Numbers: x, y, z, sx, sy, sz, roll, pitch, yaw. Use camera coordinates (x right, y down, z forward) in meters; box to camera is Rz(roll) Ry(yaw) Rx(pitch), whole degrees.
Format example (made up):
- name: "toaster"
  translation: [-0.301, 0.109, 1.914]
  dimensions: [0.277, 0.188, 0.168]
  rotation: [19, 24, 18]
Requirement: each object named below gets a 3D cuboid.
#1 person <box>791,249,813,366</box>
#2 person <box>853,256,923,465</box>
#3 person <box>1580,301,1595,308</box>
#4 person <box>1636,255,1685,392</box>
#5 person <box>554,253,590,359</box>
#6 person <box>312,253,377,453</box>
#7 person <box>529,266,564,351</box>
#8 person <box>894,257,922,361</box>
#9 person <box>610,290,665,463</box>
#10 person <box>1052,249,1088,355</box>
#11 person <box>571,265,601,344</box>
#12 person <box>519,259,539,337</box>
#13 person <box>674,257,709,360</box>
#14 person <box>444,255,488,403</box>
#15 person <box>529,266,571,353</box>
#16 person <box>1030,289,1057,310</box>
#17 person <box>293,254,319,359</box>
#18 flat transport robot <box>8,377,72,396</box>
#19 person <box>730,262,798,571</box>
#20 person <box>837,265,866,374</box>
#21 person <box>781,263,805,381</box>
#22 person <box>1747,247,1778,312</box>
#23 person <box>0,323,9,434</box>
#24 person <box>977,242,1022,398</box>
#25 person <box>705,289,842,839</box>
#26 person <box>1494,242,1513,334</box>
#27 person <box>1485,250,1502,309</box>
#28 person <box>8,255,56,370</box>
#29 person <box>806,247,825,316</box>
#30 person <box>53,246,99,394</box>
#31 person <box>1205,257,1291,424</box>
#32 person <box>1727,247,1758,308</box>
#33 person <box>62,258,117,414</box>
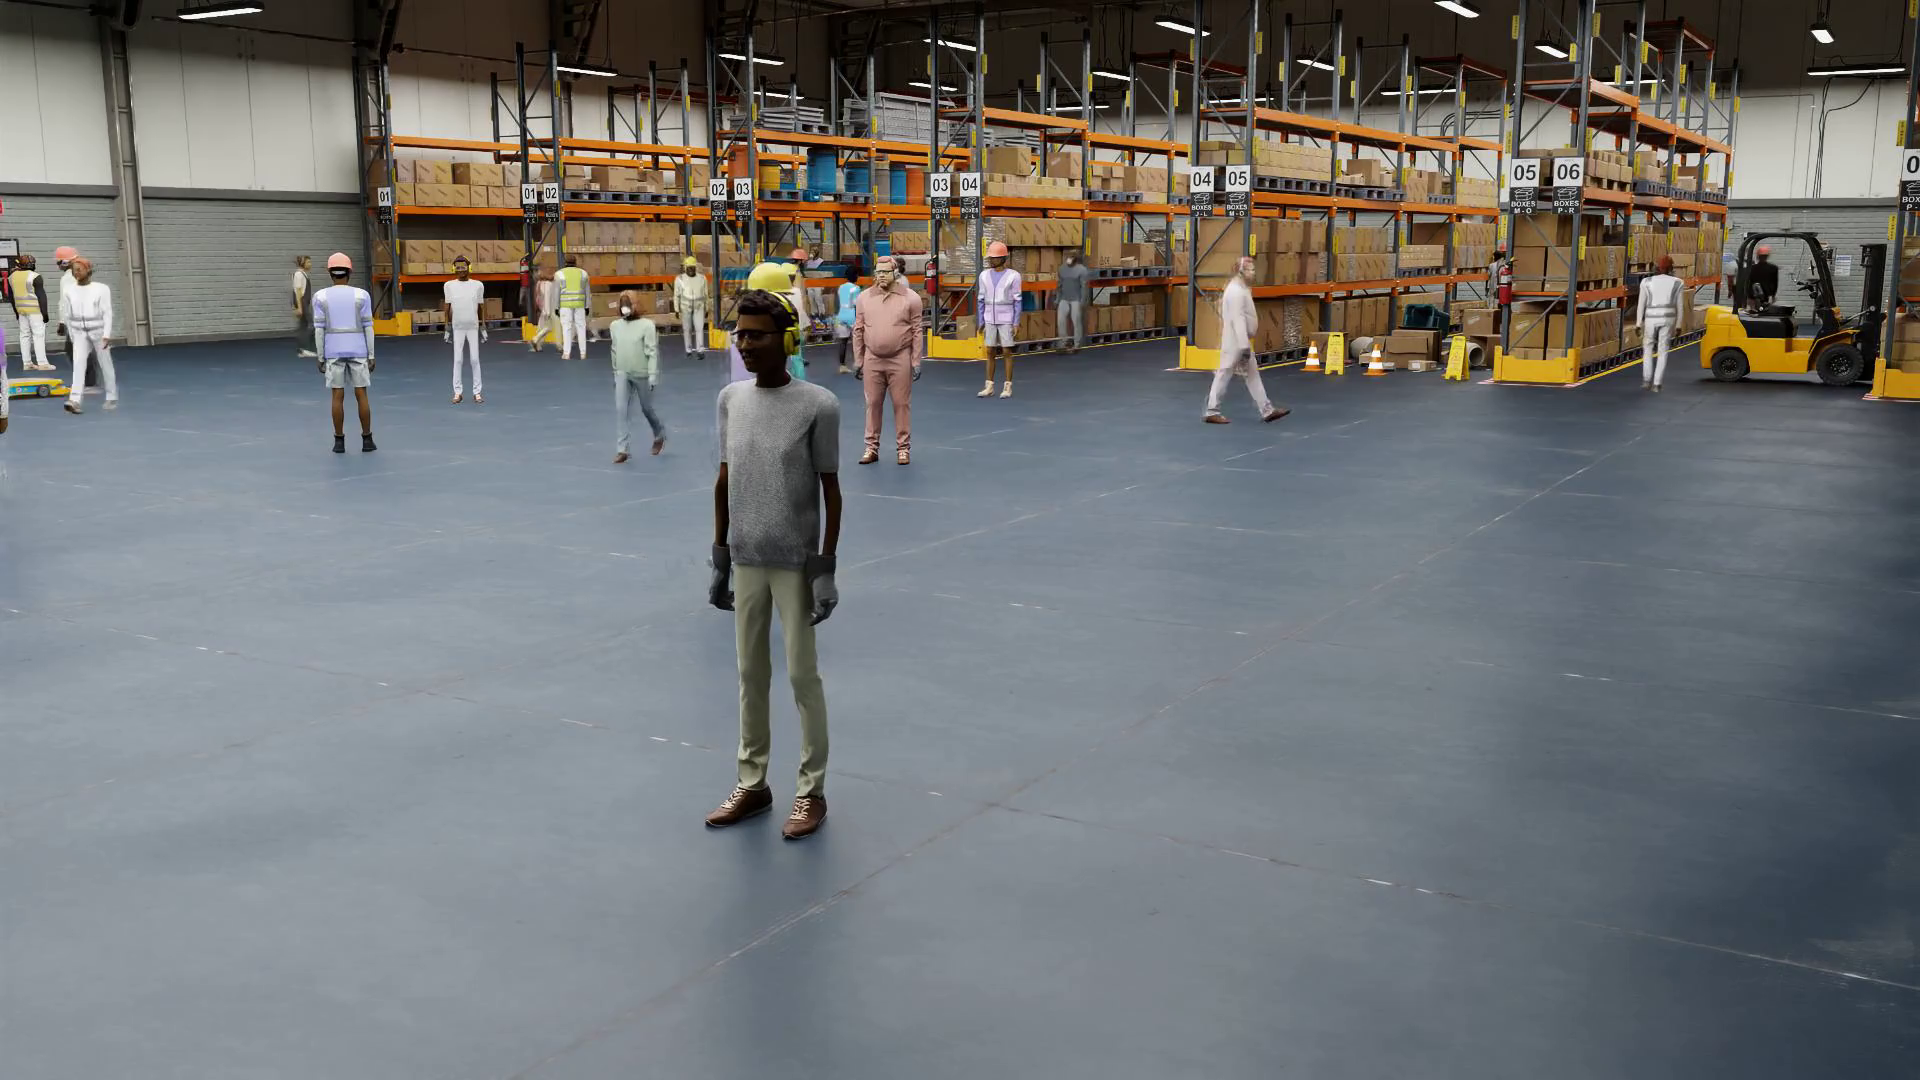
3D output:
- name: "person"
  translation: [-2.628, -3.812, 27.353]
  dimensions: [0.437, 1.925, 0.580]
  rotation: [-3, 11, -18]
- name: "person"
  translation: [-0.668, -1.633, 15.216]
  dimensions: [0.652, 1.906, 0.402]
  rotation: [2, 10, 10]
- name: "person"
  translation: [15.414, -6.249, 41.029]
  dimensions: [0.641, 1.917, 0.508]
  rotation: [-7, 13, -36]
- name: "person"
  translation: [9.634, -2.978, 22.891]
  dimensions: [0.600, 1.847, 0.859]
  rotation: [4, 11, 21]
- name: "person"
  translation: [-6.794, -4.085, 29.126]
  dimensions: [0.632, 1.843, 0.429]
  rotation: [-5, 11, -26]
- name: "person"
  translation: [-5.951, -1.805, 16.115]
  dimensions: [0.542, 1.929, 0.369]
  rotation: [-3, 11, -18]
- name: "person"
  translation: [-7.747, -4.369, 31.393]
  dimensions: [0.816, 1.600, 0.520]
  rotation: [-7, 12, -34]
- name: "person"
  translation: [-1.020, -3.724, 27.269]
  dimensions: [0.974, 1.790, 0.654]
  rotation: [-7, 12, -35]
- name: "person"
  translation: [-3.033, -1.552, 15.611]
  dimensions: [0.507, 1.600, 0.815]
  rotation: [3, 11, 17]
- name: "person"
  translation: [1.959, -4.291, 30.078]
  dimensions: [0.662, 1.910, 0.832]
  rotation: [6, 12, 32]
- name: "person"
  translation: [-7.670, -4.784, 33.728]
  dimensions: [0.515, 1.596, 0.789]
  rotation: [8, 13, 37]
- name: "person"
  translation: [-9.141, -5.171, 35.579]
  dimensions: [0.541, 1.716, 0.925]
  rotation: [4, 11, 23]
- name: "person"
  translation: [-4.683, -4.036, 29.013]
  dimensions: [0.616, 1.779, 0.927]
  rotation: [-2, 10, -13]
- name: "person"
  translation: [-6.269, -2.665, 21.095]
  dimensions: [0.537, 1.869, 0.312]
  rotation: [-3, 10, -15]
- name: "person"
  translation: [-7.555, -4.219, 30.527]
  dimensions: [0.695, 1.607, 0.508]
  rotation: [-2, 10, -9]
- name: "person"
  translation: [1.838, -5.509, 36.949]
  dimensions: [0.672, 1.891, 0.445]
  rotation: [8, 13, 39]
- name: "person"
  translation: [-11.424, -4.084, 29.150]
  dimensions: [0.551, 1.826, 0.558]
  rotation: [-3, 10, -15]
- name: "flat transport robot"
  translation: [-12.474, -1.984, 21.756]
  dimensions: [0.652, 0.197, 1.431]
  rotation: [8, 13, 36]
- name: "person"
  translation: [-1.085, -0.611, 9.461]
  dimensions: [0.411, 1.913, 0.616]
  rotation: [-7, 12, -33]
- name: "person"
  translation: [-1.635, -3.422, 25.877]
  dimensions: [0.545, 1.673, 0.674]
  rotation: [9, 14, 43]
- name: "person"
  translation: [-2.245, -2.748, 21.855]
  dimensions: [0.325, 1.767, 0.532]
  rotation: [-6, 12, -29]
- name: "person"
  translation: [16.420, -5.020, 34.096]
  dimensions: [0.603, 1.953, 1.038]
  rotation: [4, 11, 23]
- name: "person"
  translation: [-6.817, -0.945, 11.403]
  dimensions: [0.554, 1.903, 0.951]
  rotation: [-4, 11, -20]
- name: "person"
  translation: [0.506, -2.869, 21.762]
  dimensions: [0.609, 2.040, 0.394]
  rotation: [5, 11, 27]
- name: "person"
  translation: [-0.644, 0.085, 5.695]
  dimensions: [0.514, 1.872, 0.328]
  rotation: [5, 11, 25]
- name: "person"
  translation: [12.178, -5.625, 37.197]
  dimensions: [0.394, 2.040, 0.610]
  rotation: [-5, 11, -27]
- name: "person"
  translation: [12.713, -5.930, 39.427]
  dimensions: [0.509, 1.860, 0.334]
  rotation: [3, 10, 15]
- name: "person"
  translation: [-14.817, -3.626, 26.557]
  dimensions: [0.634, 1.842, 0.429]
  rotation: [3, 11, 15]
- name: "person"
  translation: [-3.442, -6.012, 39.649]
  dimensions: [0.635, 1.938, 0.361]
  rotation: [10, 14, 43]
- name: "person"
  translation: [-11.923, -2.942, 22.338]
  dimensions: [0.590, 1.970, 0.635]
  rotation: [-2, 10, -11]
- name: "person"
  translation: [3.212, -2.211, 18.576]
  dimensions: [0.986, 1.854, 0.667]
  rotation: [3, 10, 15]
- name: "person"
  translation: [17.863, -5.722, 37.742]
  dimensions: [0.748, 2.000, 1.008]
  rotation: [-2, 10, -13]
- name: "person"
  translation: [-10.417, -2.430, 19.883]
  dimensions: [0.573, 1.835, 0.999]
  rotation: [-1, 10, -6]
